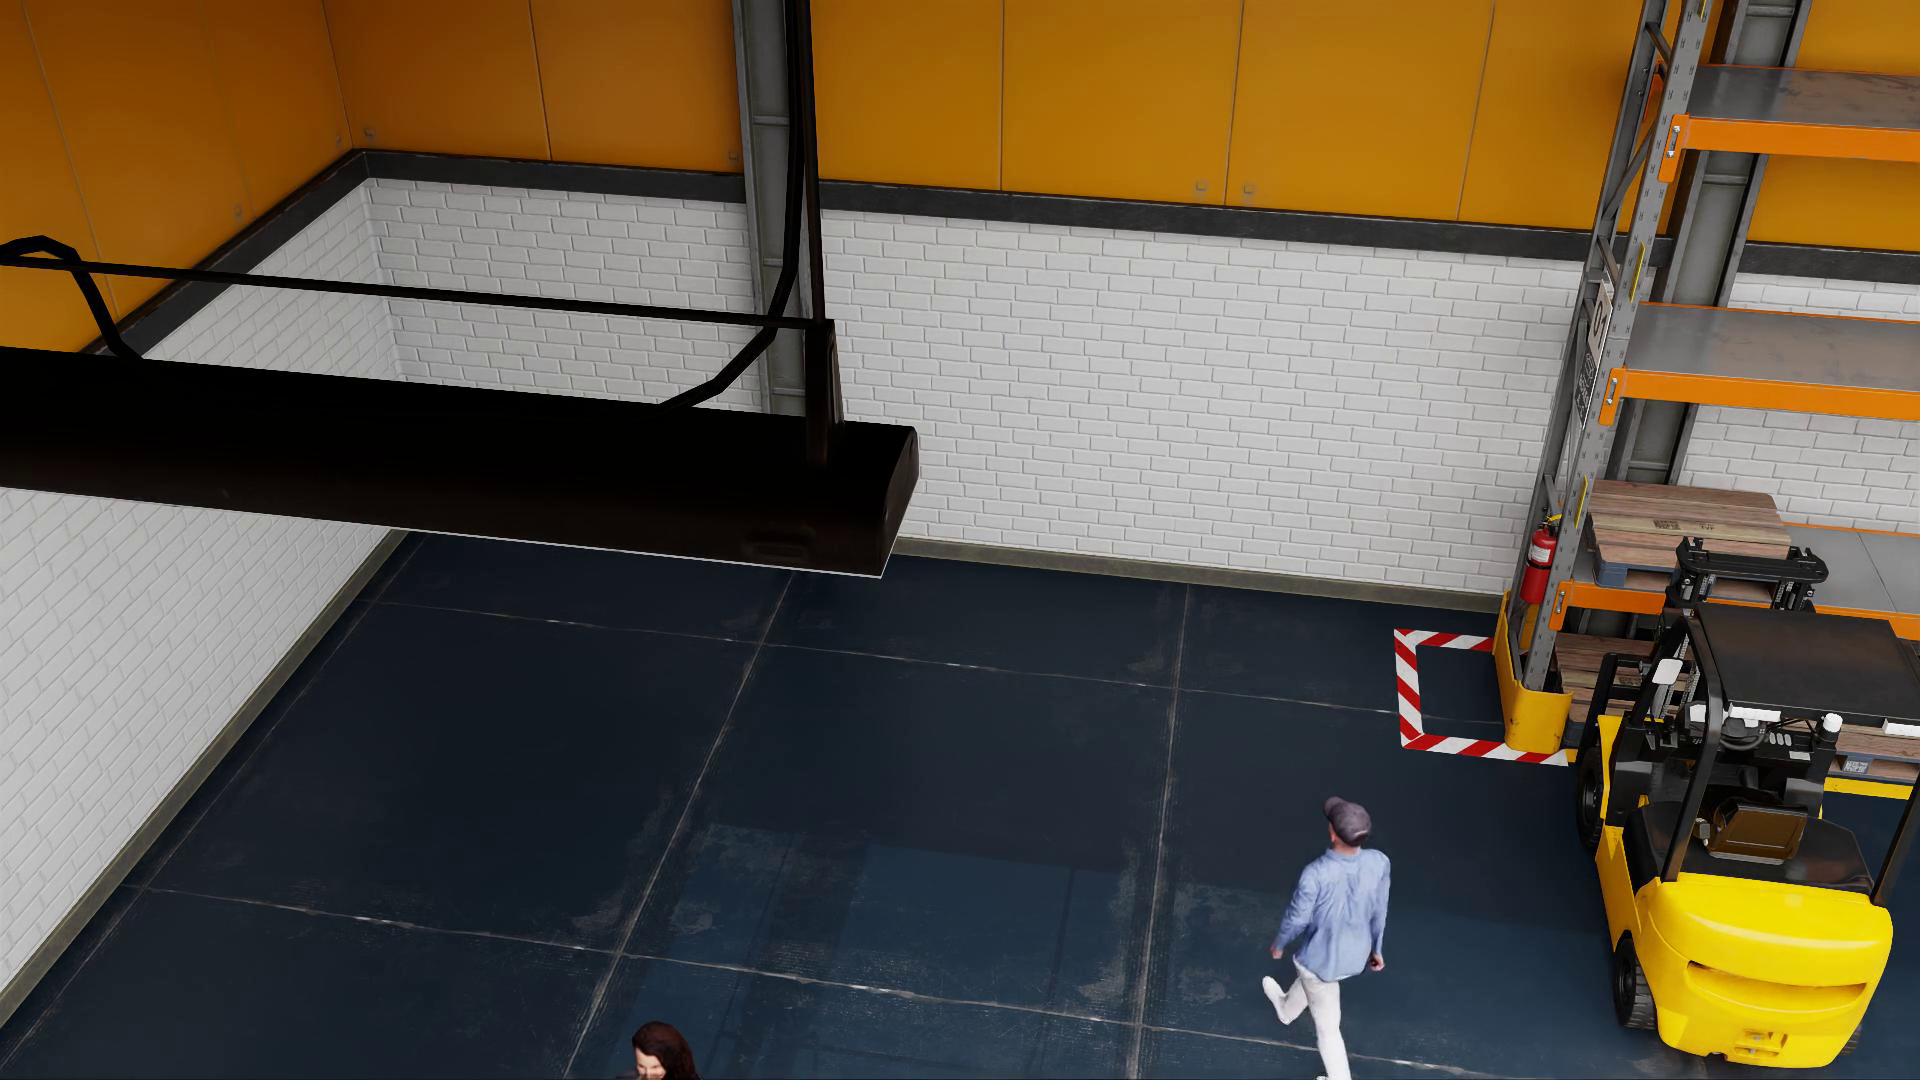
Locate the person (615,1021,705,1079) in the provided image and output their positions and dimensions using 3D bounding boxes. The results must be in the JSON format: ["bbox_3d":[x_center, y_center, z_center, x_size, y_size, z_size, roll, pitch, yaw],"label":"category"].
[{"bbox_3d":[-1.299,2.777,7.400,0.548,1.767,0.722,-3,34,-4],"label":"person"}]

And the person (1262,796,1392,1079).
[{"bbox_3d":[1.901,2.123,8.320,1.195,1.836,1.124,-13,36,-18],"label":"person"}]
